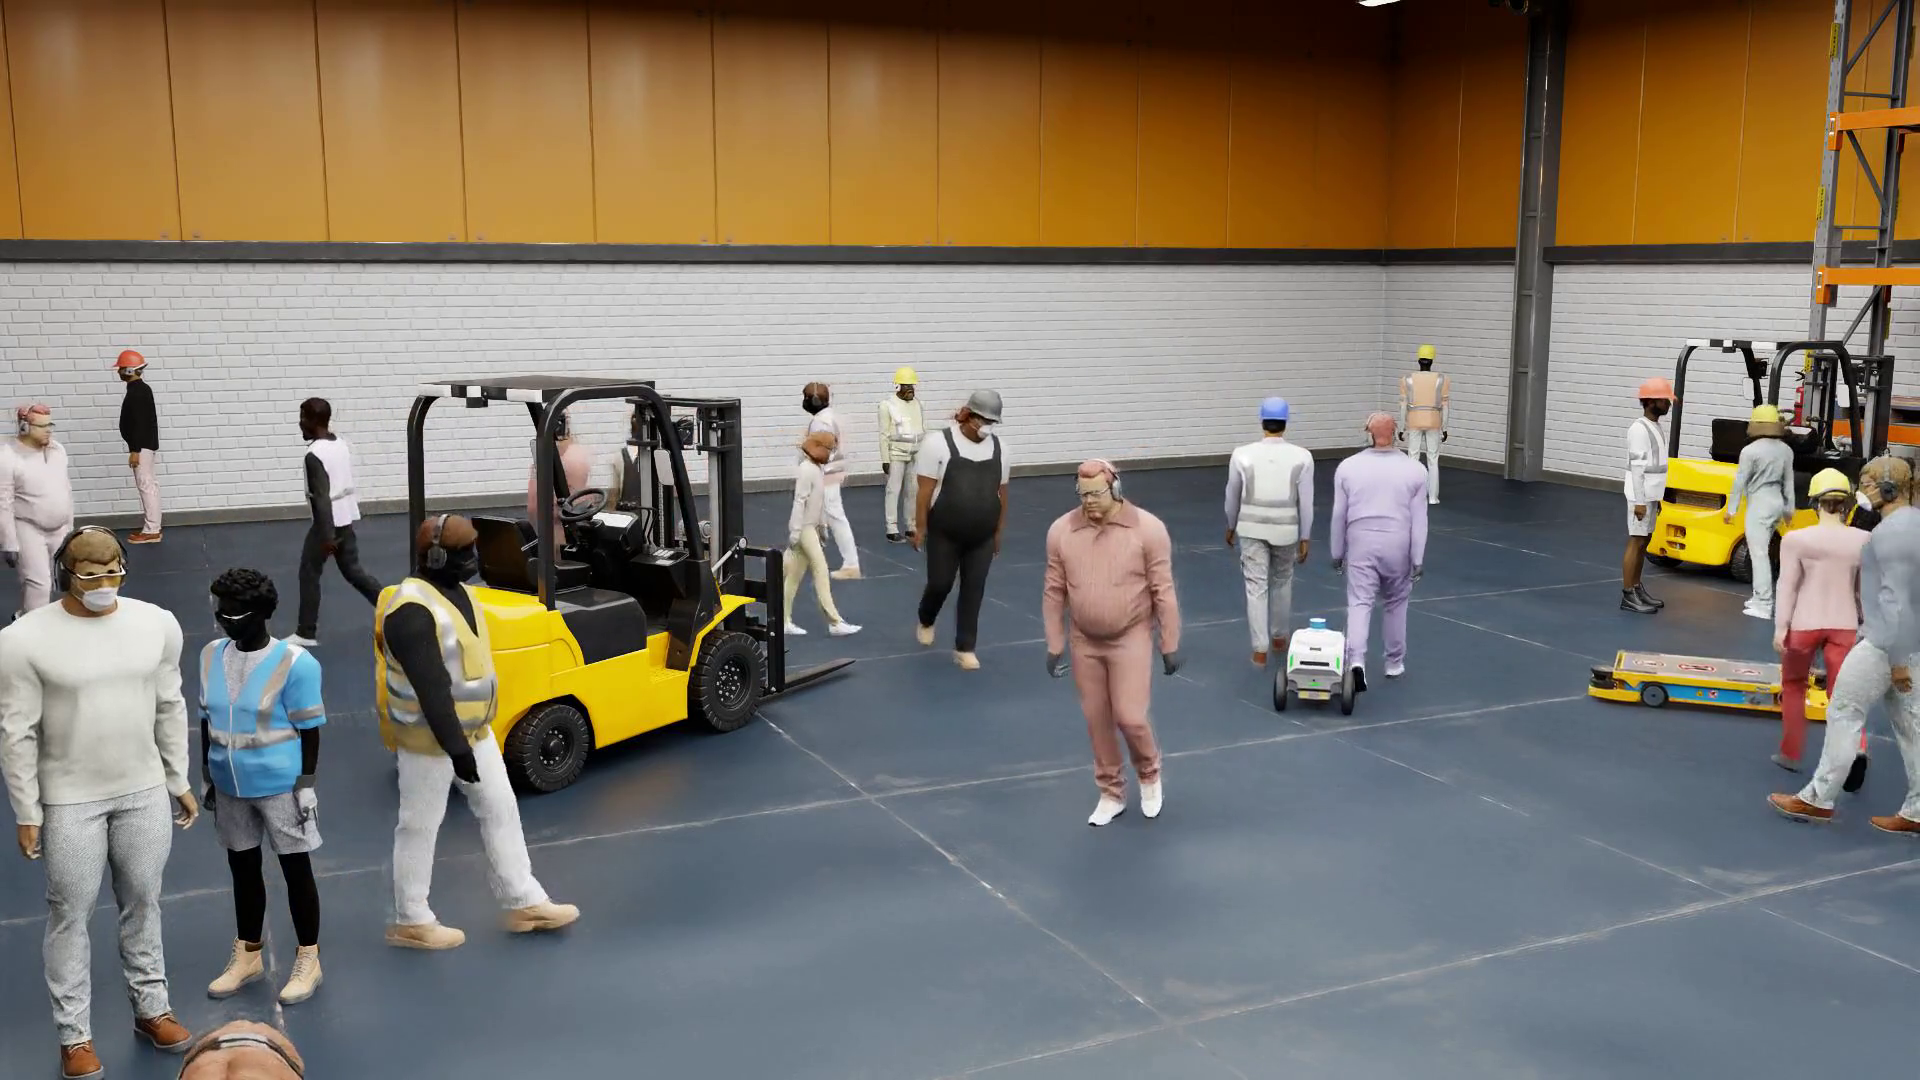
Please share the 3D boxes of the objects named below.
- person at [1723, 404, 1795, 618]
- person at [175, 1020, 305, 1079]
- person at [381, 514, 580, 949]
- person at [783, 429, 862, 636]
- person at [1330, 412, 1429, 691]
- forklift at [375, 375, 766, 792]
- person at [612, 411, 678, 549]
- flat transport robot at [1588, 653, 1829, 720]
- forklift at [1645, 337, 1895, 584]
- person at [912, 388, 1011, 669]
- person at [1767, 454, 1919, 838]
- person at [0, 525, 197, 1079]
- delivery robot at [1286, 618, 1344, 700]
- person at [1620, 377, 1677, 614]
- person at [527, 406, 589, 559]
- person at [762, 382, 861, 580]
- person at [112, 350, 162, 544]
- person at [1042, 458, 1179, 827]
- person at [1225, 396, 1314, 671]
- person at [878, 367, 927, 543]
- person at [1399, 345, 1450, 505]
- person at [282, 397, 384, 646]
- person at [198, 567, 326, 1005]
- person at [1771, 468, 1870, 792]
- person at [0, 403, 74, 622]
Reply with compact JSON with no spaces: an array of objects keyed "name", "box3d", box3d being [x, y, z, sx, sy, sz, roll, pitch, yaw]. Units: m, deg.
[{"name":"person","box3d":[6.492,-0.241,13.563,0.499,1.722,0.597,-4,10,-23]},{"name":"person","box3d":[-1.085,1.565,2.661,0.514,1.622,0.562,-5,11,-30]},{"name":"person","box3d":[-1.983,0.804,6.799,0.831,1.808,0.637,1,9,8]},{"name":"person","box3d":[-1.078,-0.048,12.753,0.782,1.584,0.553,0,9,3]},{"name":"person","box3d":[2.814,0.071,11.213,0.646,1.866,0.904,3,10,20]},{"name":"forklift","box3d":[-2.268,0.149,9.685,1.214,2.155,2.313,6,11,32]},{"name":"person","box3d":[-2.312,-0.054,12.115,0.539,1.816,0.529,4,10,24]},{"name":"flat transport robot","box3d":[4.870,0.927,10.806,1.431,0.197,0.652,4,10,24]},{"name":"forklift","box3d":[7.551,-0.789,15.507,2.313,2.155,1.214,-4,10,-25]},{"name":"person","box3d":[0.001,-0.120,11.828,0.759,2.000,0.703,-3,10,-19]},{"name":"person","box3d":[4.529,0.519,8.317,0.885,1.901,0.634,9,13,44]},{"name":"person","box3d":[-2.996,0.901,5.830,0.373,1.935,0.628,8,12,41]},{"name":"delivery robot","box3d":[2.303,0.749,10.743,0.477,0.478,0.707,2,10,14]},{"name":"person","box3d":[5.668,-0.373,13.706,0.347,1.942,0.544,6,11,34]},{"name":"person","box3d":[-2.813,-0.041,11.873,0.540,1.876,0.675,-6,11,-34]},{"name":"person","box3d":[-1.341,-0.527,15.092,0.947,1.790,0.637,0,9,-1]},{"name":"person","box3d":[-8.490,-0.964,17.200,0.379,1.996,0.608,-3,10,-18]},{"name":"person","box3d":[0.741,0.519,8.367,0.678,1.880,0.423,5,10,27]},{"name":"person","box3d":[2.203,-0.071,11.911,0.608,1.909,0.859,1,9,6]},{"name":"person","box3d":[-0.577,-0.880,17.214,0.592,1.825,0.403,-8,12,-41]},{"name":"person","box3d":[5.560,-1.374,19.954,0.585,1.929,0.370,2,9,14]},{"name":"person","box3d":[-4.630,-0.131,12.405,0.944,1.888,0.605,0,9,2]},{"name":"person","box3d":[-2.679,0.933,6.370,0.531,1.692,0.320,2,9,14]},{"name":"person","box3d":[4.721,0.484,9.040,0.525,1.735,0.749,1,9,6]},{"name":"person","box3d":[-6.625,-0.040,11.845,0.580,1.880,0.679,2,9,13]}]
